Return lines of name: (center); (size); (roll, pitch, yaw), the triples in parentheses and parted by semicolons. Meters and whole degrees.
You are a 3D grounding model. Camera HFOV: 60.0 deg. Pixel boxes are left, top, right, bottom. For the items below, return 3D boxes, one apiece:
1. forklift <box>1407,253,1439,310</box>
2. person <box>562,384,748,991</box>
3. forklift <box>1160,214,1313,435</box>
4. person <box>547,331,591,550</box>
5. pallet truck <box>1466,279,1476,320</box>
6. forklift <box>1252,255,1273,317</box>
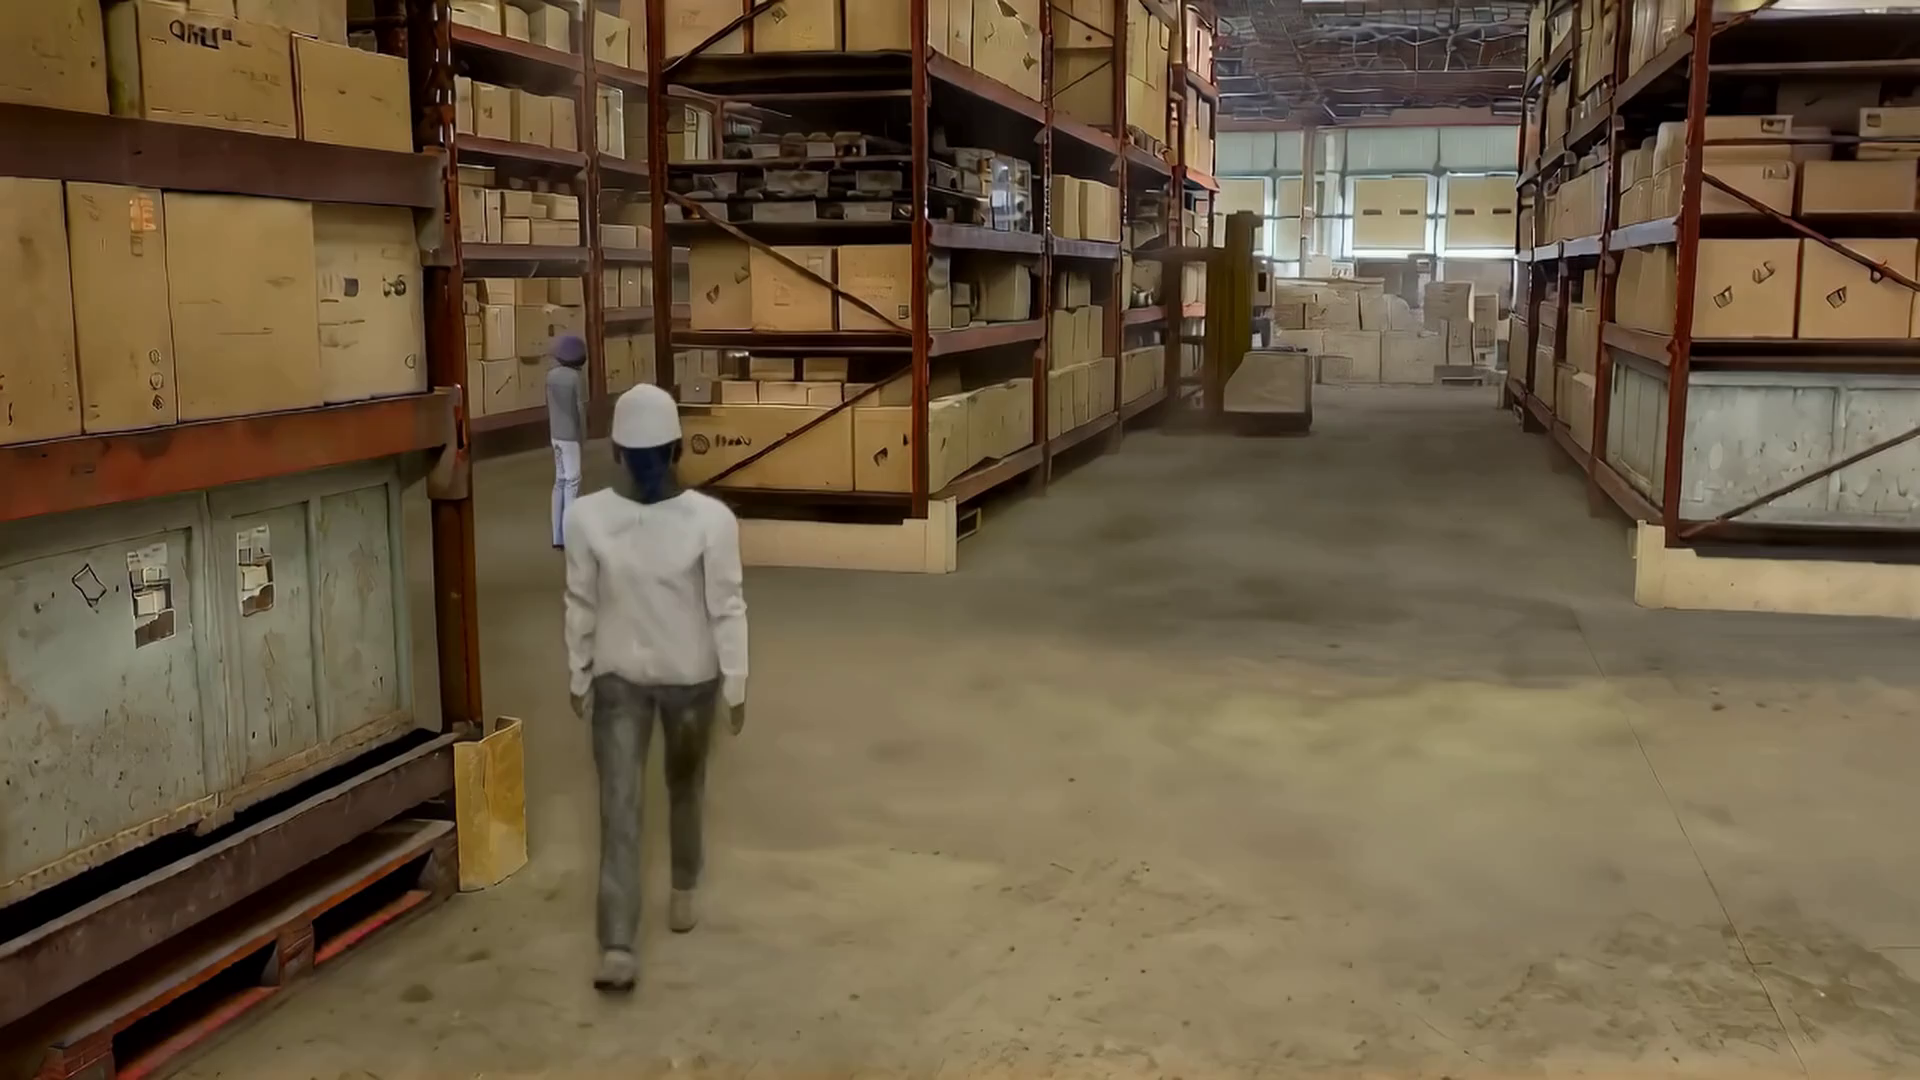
forklift: (14.972, -7.886, 53.875); (1.129, 2.768, 1.873); (-3, 9, -19)
person: (-0.887, 0.408, 4.847); (0.543, 1.711, 0.911); (-1, 9, -4)
forklift: (3.637, -2.813, 21.642); (1.873, 2.768, 1.129); (2, 9, 15)
person: (-2.877, -0.721, 12.302); (0.268, 1.632, 0.507); (-7, 11, -37)
pallet truck: (18.896, -8.459, 60.307); (1.885, 1.965, 0.823); (5, 10, 31)
forklift: (10.551, -8.662, 58.805); (1.129, 2.768, 1.873); (2, 9, 15)
